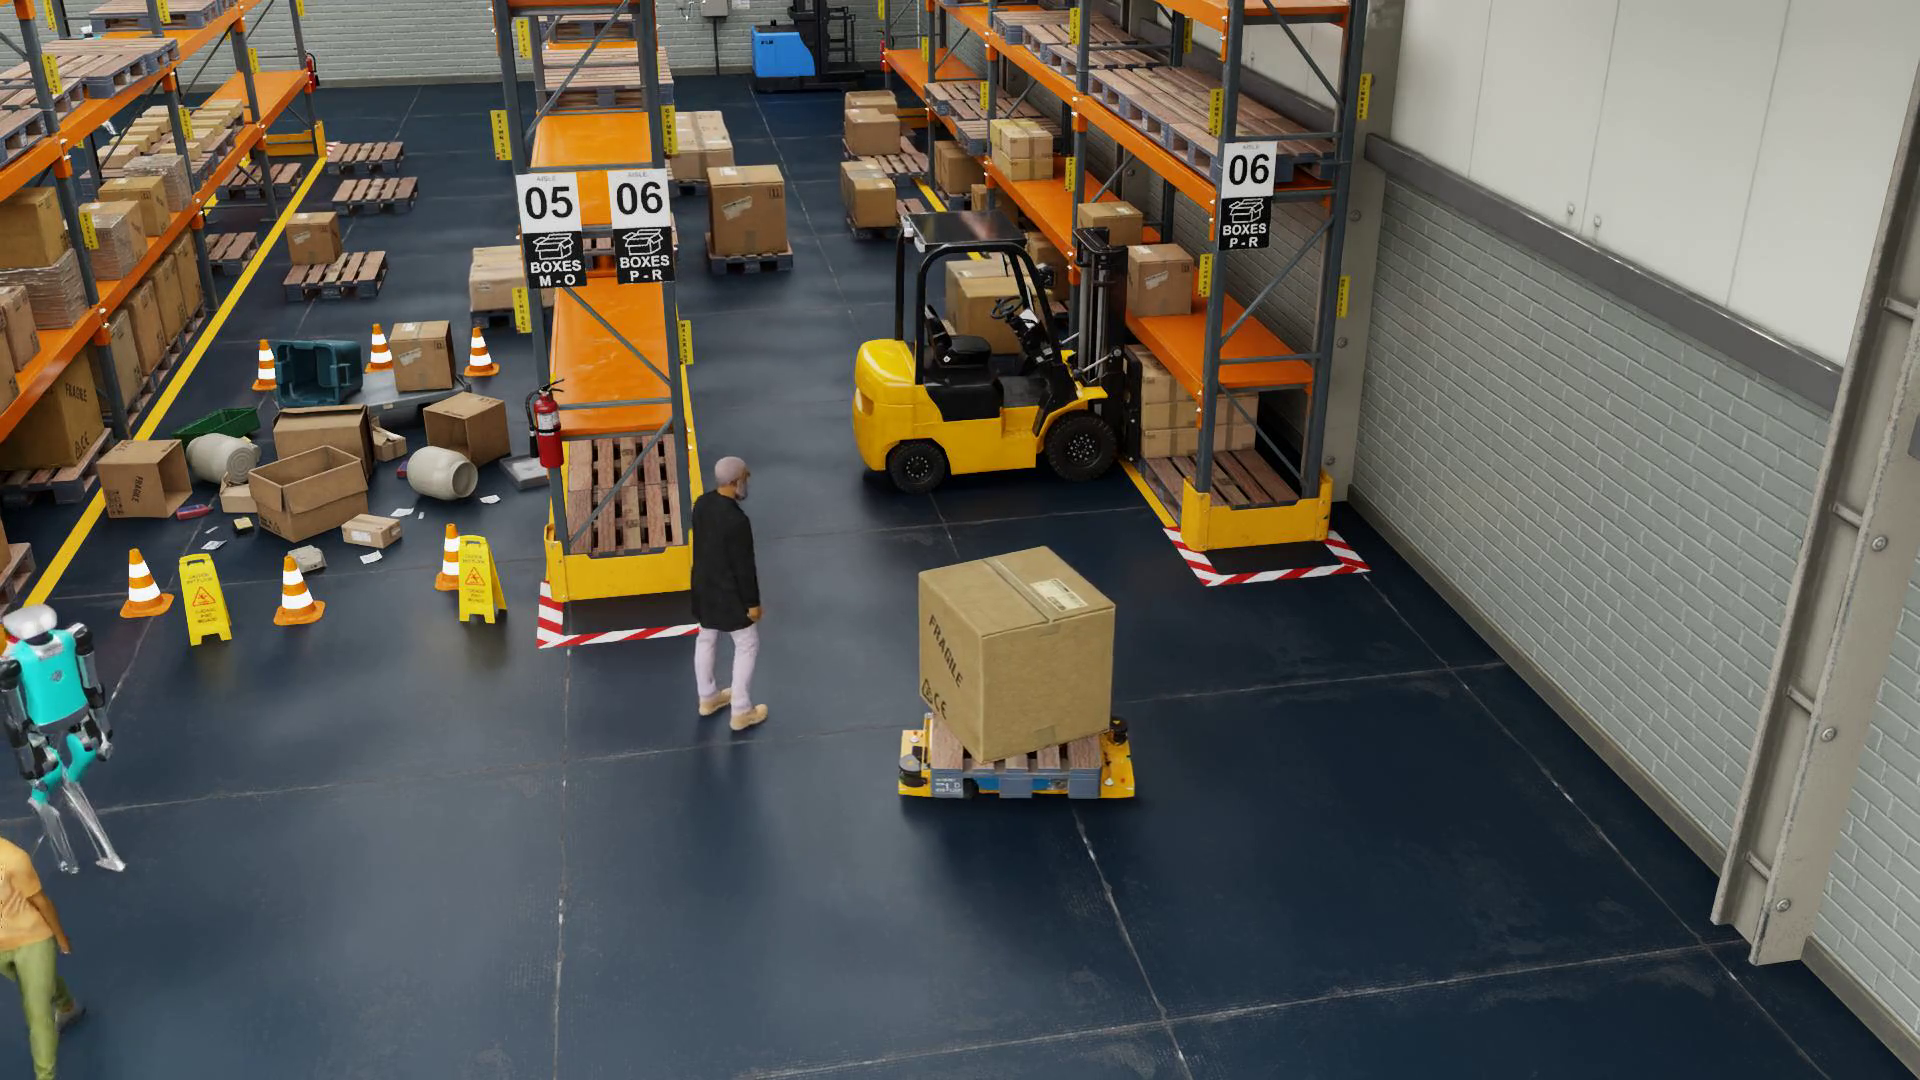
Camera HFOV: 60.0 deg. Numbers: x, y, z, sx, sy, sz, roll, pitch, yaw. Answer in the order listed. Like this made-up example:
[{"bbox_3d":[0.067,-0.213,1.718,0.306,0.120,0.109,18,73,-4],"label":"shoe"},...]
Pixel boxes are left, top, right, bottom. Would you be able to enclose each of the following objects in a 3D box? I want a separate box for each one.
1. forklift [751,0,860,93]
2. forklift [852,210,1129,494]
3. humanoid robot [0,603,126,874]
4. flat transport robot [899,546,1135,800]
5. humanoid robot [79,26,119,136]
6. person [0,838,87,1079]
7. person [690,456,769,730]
[{"bbox_3d":[-2.872,-9.679,30.288,1.873,2.768,1.129,-5,26,-10],"label":"forklift"},{"bbox_3d":[0.216,-1.659,14.366,2.313,2.155,1.214,-5,26,-10],"label":"forklift"},{"bbox_3d":[-5.008,1.112,9.121,0.720,1.793,0.530,16,30,29],"label":"humanoid robot"},{"bbox_3d":[0.346,1.343,10.331,1.431,0.231,0.659,0,26,1],"label":"flat transport robot"},{"bbox_3d":[-14.086,-7.481,27.069,0.538,1.780,1.025,-23,34,-39],"label":"humanoid robot"},{"bbox_3d":[-4.394,1.826,7.700,0.506,1.666,0.833,0,26,-1],"label":"person"},{"bbox_3d":[-1.488,0.338,10.623,0.432,1.837,0.541,-20,32,-36],"label":"person"}]
